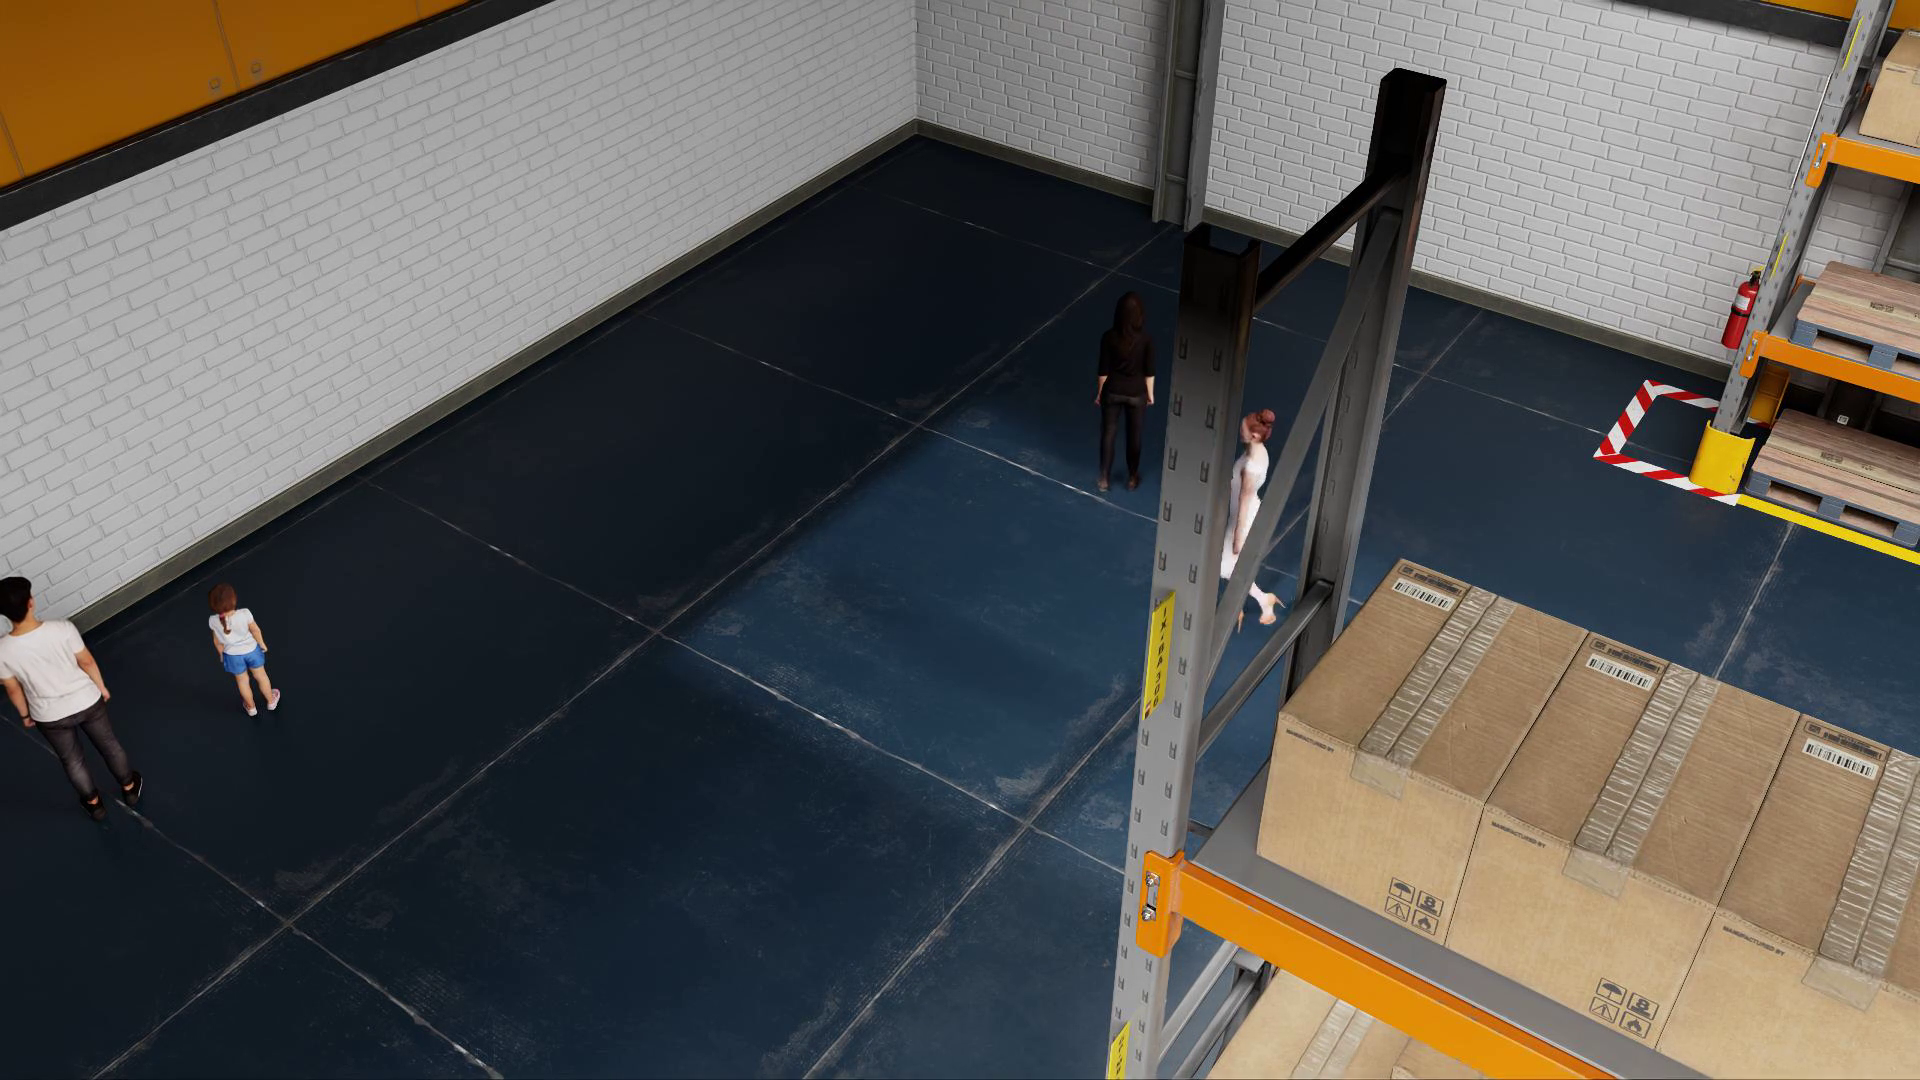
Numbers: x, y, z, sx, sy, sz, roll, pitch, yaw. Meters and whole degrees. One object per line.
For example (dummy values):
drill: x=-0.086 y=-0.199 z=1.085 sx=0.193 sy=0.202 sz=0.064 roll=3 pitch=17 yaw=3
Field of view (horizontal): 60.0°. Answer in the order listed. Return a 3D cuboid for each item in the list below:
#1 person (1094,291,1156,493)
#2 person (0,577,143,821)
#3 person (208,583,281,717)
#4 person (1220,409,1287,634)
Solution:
person: x=1.192 y=-1.055 z=12.037 sx=0.599 sy=1.644 sz=0.717 roll=4 pitch=39 yaw=5
person: x=-5.132 y=0.915 z=9.512 sx=0.699 sy=1.718 sz=0.675 roll=-20 pitch=43 yaw=-23
person: x=-4.491 y=0.676 z=10.371 sx=0.489 sy=1.019 sz=0.528 roll=-14 pitch=41 yaw=-17
person: x=1.906 y=-0.067 z=10.691 sx=0.836 sy=1.780 sz=0.719 roll=10 pitch=40 yaw=12
